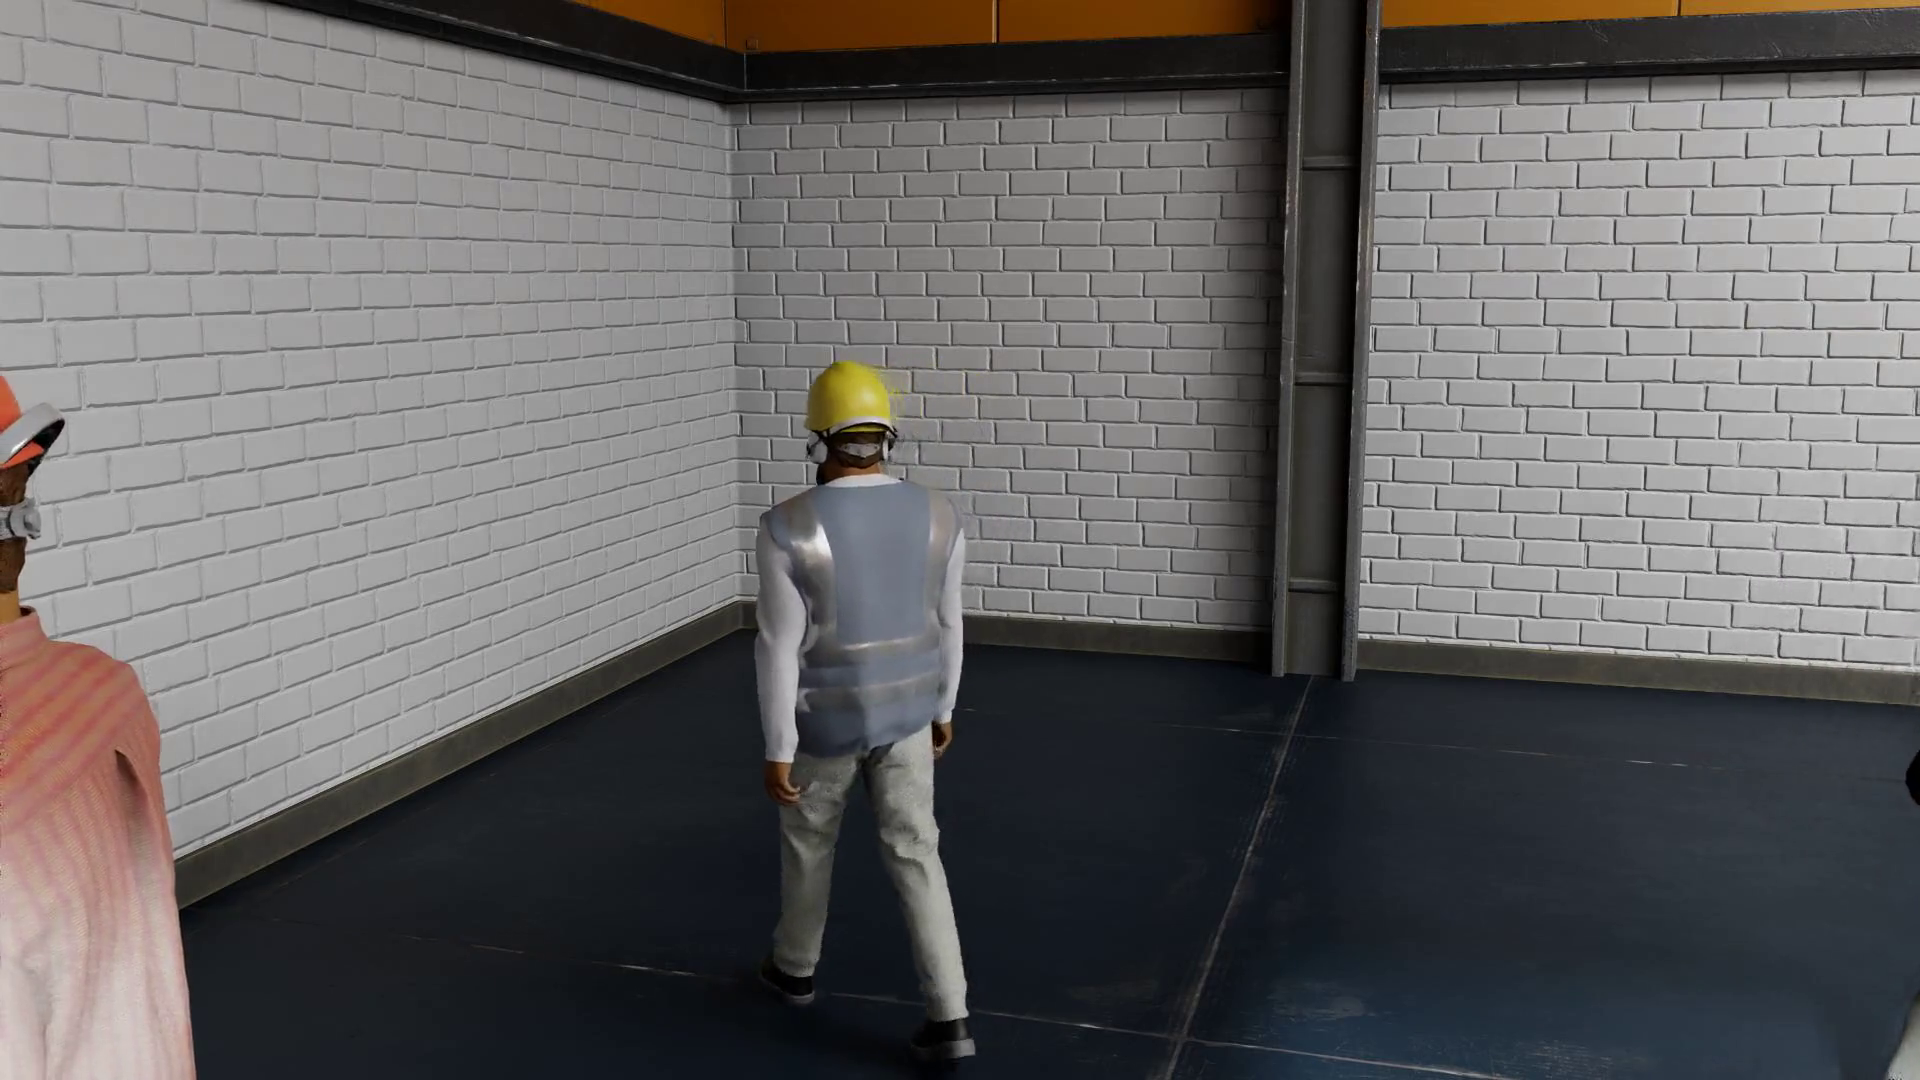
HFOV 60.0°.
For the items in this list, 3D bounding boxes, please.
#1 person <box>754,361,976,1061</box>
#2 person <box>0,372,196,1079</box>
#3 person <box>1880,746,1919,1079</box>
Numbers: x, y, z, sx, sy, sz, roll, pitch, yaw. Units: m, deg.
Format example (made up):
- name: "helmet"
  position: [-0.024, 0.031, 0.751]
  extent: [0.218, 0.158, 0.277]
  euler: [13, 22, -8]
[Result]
- name: "person"
  position: [-0.254, 0.432, 4.305]
  extent: [0.604, 1.808, 0.801]
  euler: [-5, 10, -27]
- name: "person"
  position: [-0.941, 0.773, 1.633]
  extent: [0.389, 1.986, 0.608]
  euler: [-2, 10, -15]
- name: "person"
  position: [2.374, 0.498, 3.622]
  extent: [0.712, 1.877, 0.601]
  euler: [2, 9, 10]
